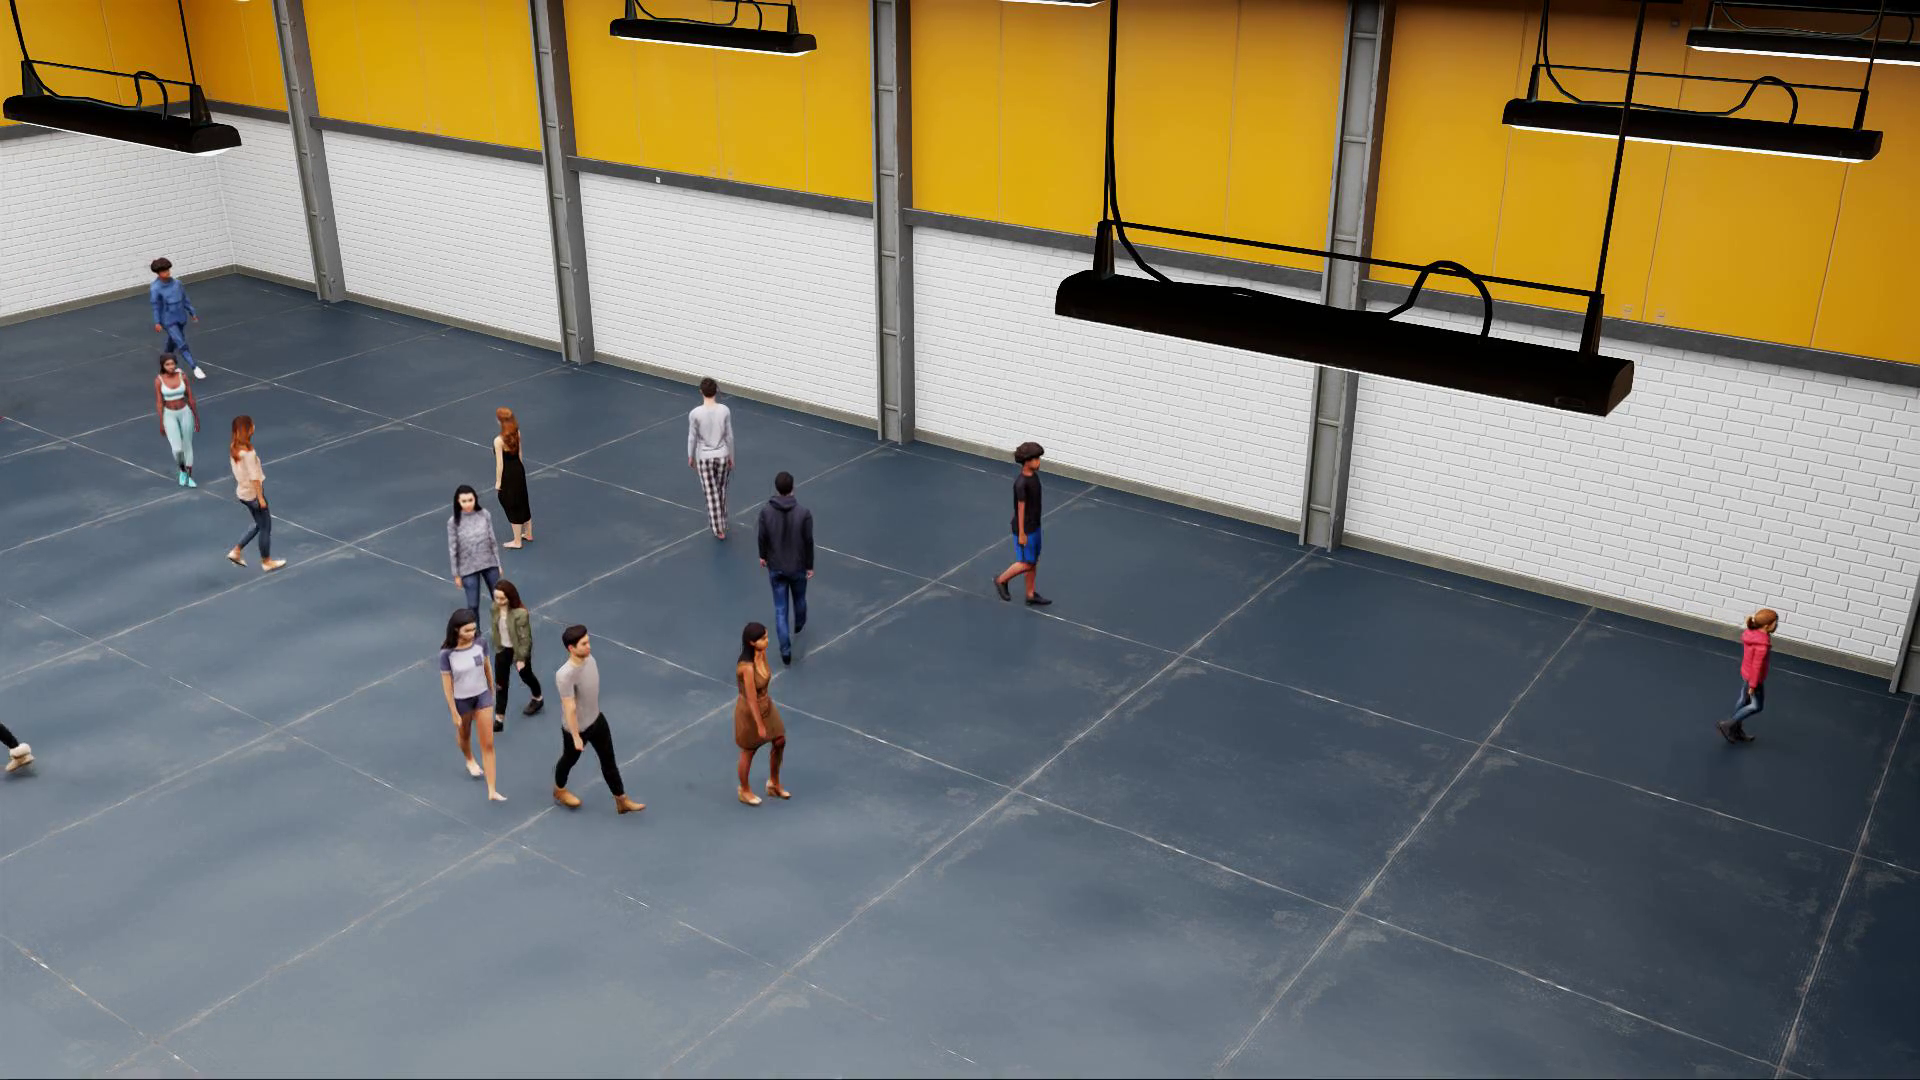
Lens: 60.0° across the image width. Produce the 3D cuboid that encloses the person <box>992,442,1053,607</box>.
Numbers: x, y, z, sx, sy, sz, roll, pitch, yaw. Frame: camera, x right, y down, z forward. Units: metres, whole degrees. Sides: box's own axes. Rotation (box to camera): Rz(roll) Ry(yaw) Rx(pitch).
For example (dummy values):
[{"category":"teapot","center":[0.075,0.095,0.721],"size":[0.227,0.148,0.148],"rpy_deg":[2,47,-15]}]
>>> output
[{"category":"person","center":[0.614,-0.150,17.018],"size":[0.919,1.786,0.726],"rpy_deg":[10,25,21]}]

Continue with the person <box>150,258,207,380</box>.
[{"category":"person","center":[-11.420,-3.191,24.005],"size":[1.203,1.761,0.882],"rpy_deg":[10,25,21]}]

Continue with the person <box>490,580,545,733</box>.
[{"category":"person","center":[-3.937,0.986,14.861],"size":[0.973,1.432,0.817],"rpy_deg":[11,26,23]}]

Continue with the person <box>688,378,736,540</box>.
[{"category":"person","center":[-2.750,-0.878,18.644],"size":[1.022,1.817,1.167],"rpy_deg":[-8,25,-19]}]

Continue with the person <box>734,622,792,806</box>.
[{"category":"person","center":[-1.746,1.431,13.544],"size":[0.724,1.672,0.655],"rpy_deg":[8,25,18]}]

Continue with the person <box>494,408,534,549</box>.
[{"category":"person","center":[-4.973,-0.700,18.475],"size":[0.609,1.626,0.608],"rpy_deg":[11,26,23]}]

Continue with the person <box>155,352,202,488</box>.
[{"category":"person","center":[-9.474,-1.468,20.119],"size":[0.667,1.717,0.671],"rpy_deg":[-16,28,-32]}]

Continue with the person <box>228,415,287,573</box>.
[{"category":"person","center":[-7.622,-0.448,17.709],"size":[0.758,1.779,0.799],"rpy_deg":[-20,30,-38]}]

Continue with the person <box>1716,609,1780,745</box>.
[{"category":"person","center":[6.853,1.196,14.537],"size":[0.676,1.307,0.615],"rpy_deg":[5,24,11]}]

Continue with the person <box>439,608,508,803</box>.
[{"category":"person","center":[-4.109,1.312,13.811],"size":[0.894,1.676,1.195],"rpy_deg":[-16,28,-32]}]

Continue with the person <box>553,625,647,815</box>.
[{"category":"person","center":[-3.117,1.465,13.456],"size":[1.154,1.680,0.736],"rpy_deg":[11,26,24]}]

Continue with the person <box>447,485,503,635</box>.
[{"category":"person","center":[-4.695,0.246,16.181],"size":[0.715,1.730,0.679],"rpy_deg":[-14,27,-28]}]

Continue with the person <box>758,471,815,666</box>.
[{"category":"person","center":[-1.667,0.308,15.902],"size":[1.189,1.840,1.183],"rpy_deg":[-1,24,-3]}]
